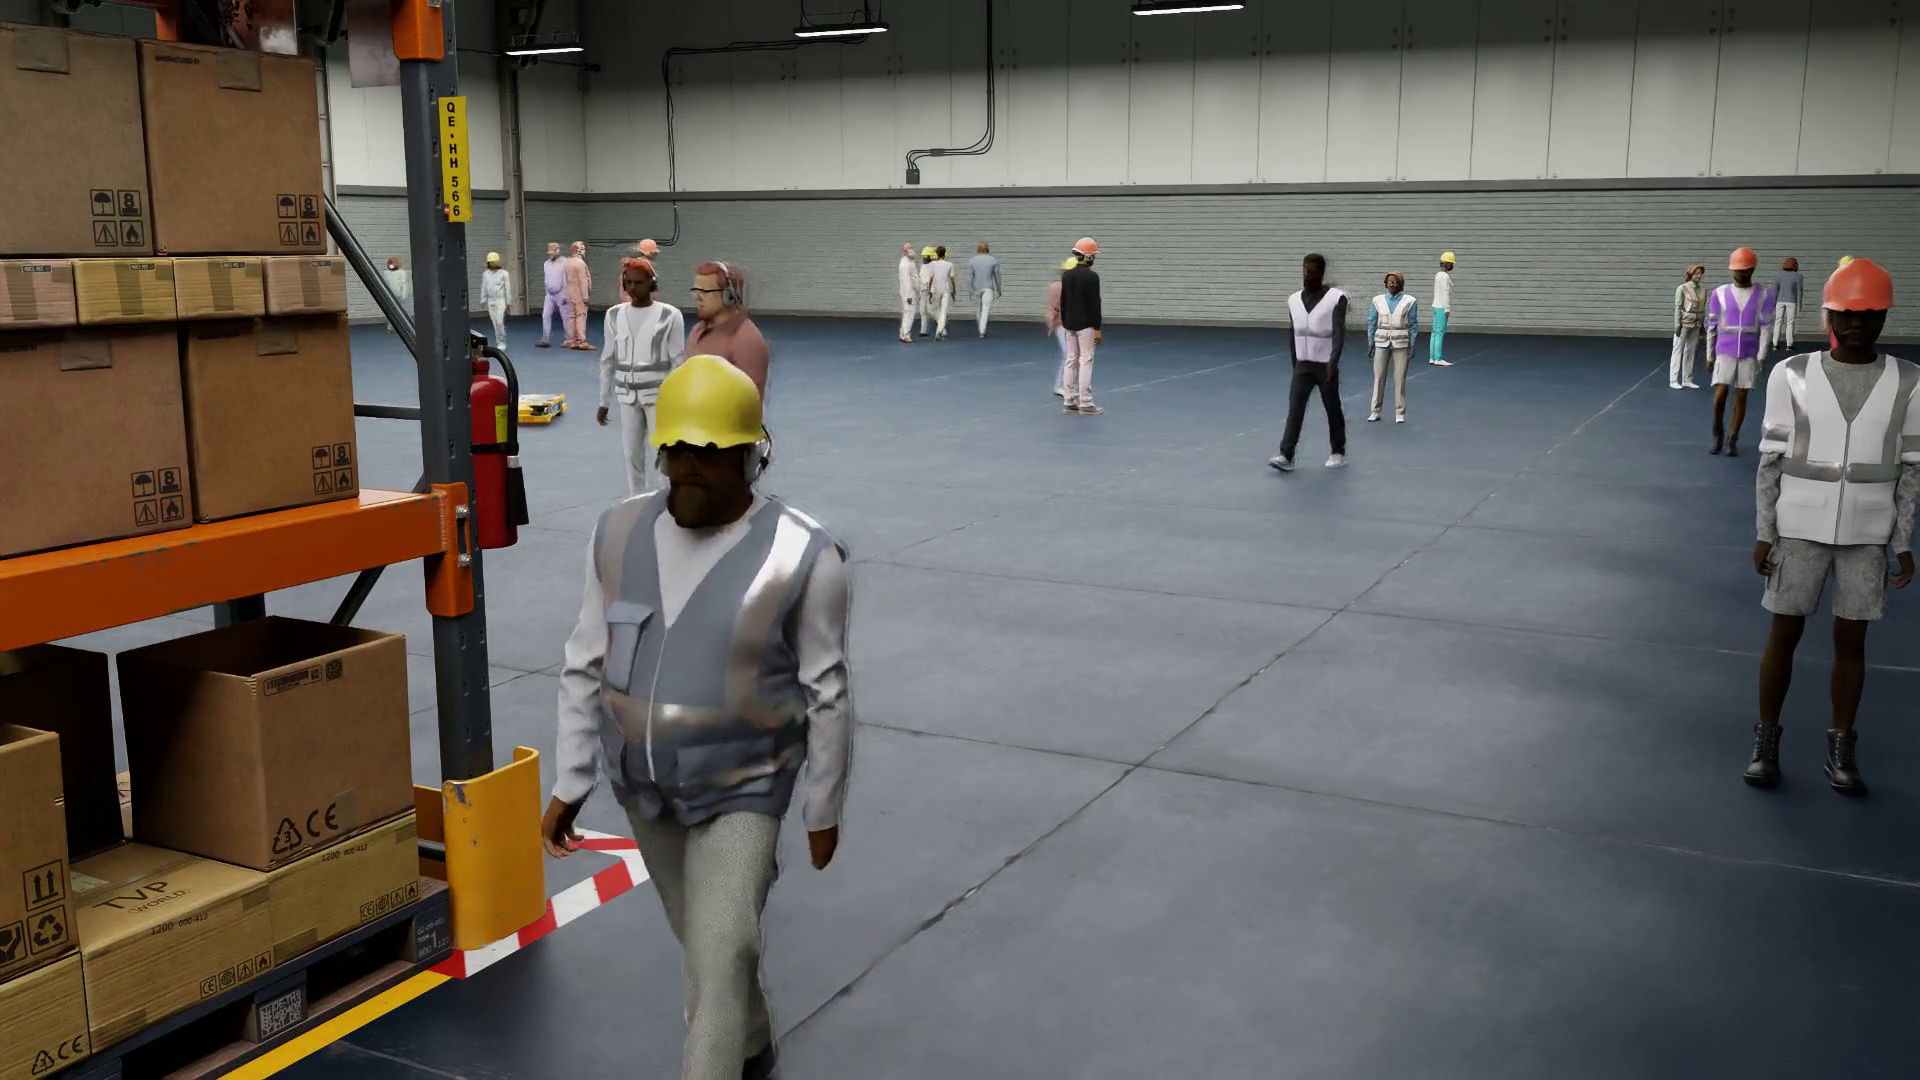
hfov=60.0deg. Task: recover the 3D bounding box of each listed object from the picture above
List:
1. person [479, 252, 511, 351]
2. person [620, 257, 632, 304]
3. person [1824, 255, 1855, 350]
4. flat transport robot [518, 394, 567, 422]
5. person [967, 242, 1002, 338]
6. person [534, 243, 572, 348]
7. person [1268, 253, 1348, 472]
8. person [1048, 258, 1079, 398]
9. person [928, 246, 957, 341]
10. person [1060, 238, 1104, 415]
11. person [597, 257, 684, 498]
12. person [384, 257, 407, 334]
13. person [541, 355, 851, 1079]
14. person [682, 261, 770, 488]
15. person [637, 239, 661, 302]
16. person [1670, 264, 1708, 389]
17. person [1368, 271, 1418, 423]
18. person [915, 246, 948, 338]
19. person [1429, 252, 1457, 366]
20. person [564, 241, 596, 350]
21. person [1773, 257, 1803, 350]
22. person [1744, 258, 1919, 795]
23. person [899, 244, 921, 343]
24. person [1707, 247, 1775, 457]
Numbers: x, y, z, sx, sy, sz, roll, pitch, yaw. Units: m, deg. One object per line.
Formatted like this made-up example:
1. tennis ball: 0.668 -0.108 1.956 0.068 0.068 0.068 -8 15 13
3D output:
1. person: -8.147 -4.168 29.130 0.488 1.724 0.530 3 11 18
2. person: -5.734 -4.082 28.895 0.308 1.641 0.515 3 11 18
3. person: 12.012 -2.992 22.637 0.546 1.750 0.485 1 10 4
4. flat transport robot: -4.773 -1.463 18.353 0.652 0.197 1.431 -1 10 -5
5. person: 0.477 -4.932 32.905 0.645 1.883 1.068 3 11 15
6. person: -7.295 -4.368 29.825 0.648 1.878 0.846 5 12 25
7. person: 3.052 -1.520 14.327 0.608 1.865 1.029 9 14 41
8. person: 1.426 -2.629 20.685 0.552 1.729 0.799 -7 12 -33
9. person: -0.353 -4.766 32.173 0.553 1.828 0.950 2 11 9
10. person: 1.396 -2.417 18.846 0.397 1.992 0.621 -7 13 -35
11. person: -2.084 -0.913 10.969 0.587 1.878 0.373 3 11 18
12. person: -11.638 -5.060 34.381 0.505 1.590 0.853 1 10 8
13. person: -0.551 0.504 3.509 0.594 1.791 0.899 4 11 23
14. person: -1.200 -0.486 8.591 0.663 1.890 0.657 -7 13 -34
15. person: -4.479 -3.228 23.340 0.607 1.975 0.617 -2 11 -10
16. person: 9.641 -2.815 21.985 0.515 1.641 0.315 -4 11 -23
17. person: 4.684 -2.091 18.042 0.524 1.639 0.308 4 11 23
18. person: -0.572 -4.909 32.950 0.574 1.810 0.619 -7 13 -34
19. person: 7.539 -3.597 25.933 0.328 1.760 0.524 0 10 0
20. person: -6.717 -4.313 29.425 0.405 1.911 0.636 -8 13 -36
21. person: 14.621 -4.171 29.399 0.268 1.632 0.507 -9 14 -40
22. person: 3.171 -0.037 6.025 0.542 1.939 0.368 4 11 21
23. person: -0.978 -4.652 31.417 0.494 1.868 0.804 1 10 4
24. person: 7.102 -1.700 15.178 0.540 1.915 0.454 5 11 25
